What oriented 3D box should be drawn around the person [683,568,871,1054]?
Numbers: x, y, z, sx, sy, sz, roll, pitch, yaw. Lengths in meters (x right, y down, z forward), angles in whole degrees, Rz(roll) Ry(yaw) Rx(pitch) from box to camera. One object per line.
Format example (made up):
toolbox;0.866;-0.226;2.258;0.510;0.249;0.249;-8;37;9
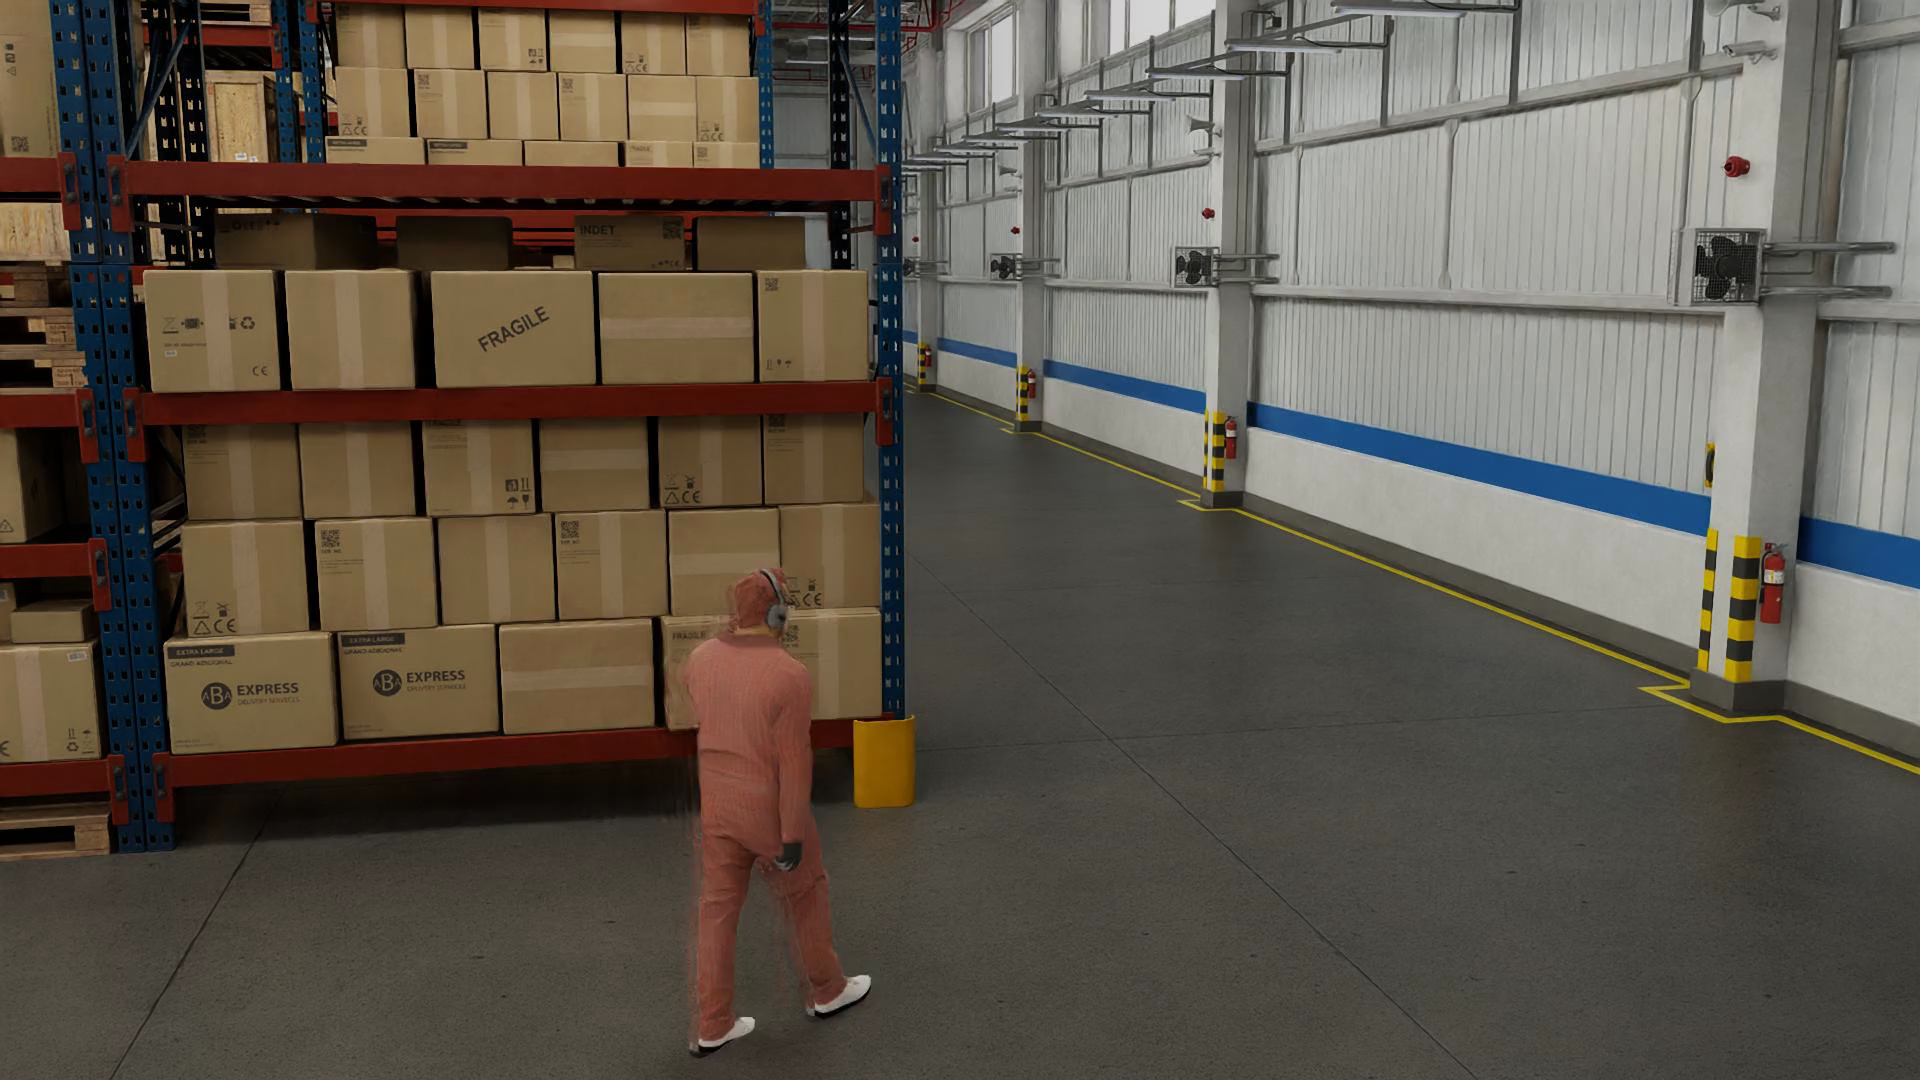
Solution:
person;-0.741;1.032;6.601;0.660;1.869;0.906;6;11;33
